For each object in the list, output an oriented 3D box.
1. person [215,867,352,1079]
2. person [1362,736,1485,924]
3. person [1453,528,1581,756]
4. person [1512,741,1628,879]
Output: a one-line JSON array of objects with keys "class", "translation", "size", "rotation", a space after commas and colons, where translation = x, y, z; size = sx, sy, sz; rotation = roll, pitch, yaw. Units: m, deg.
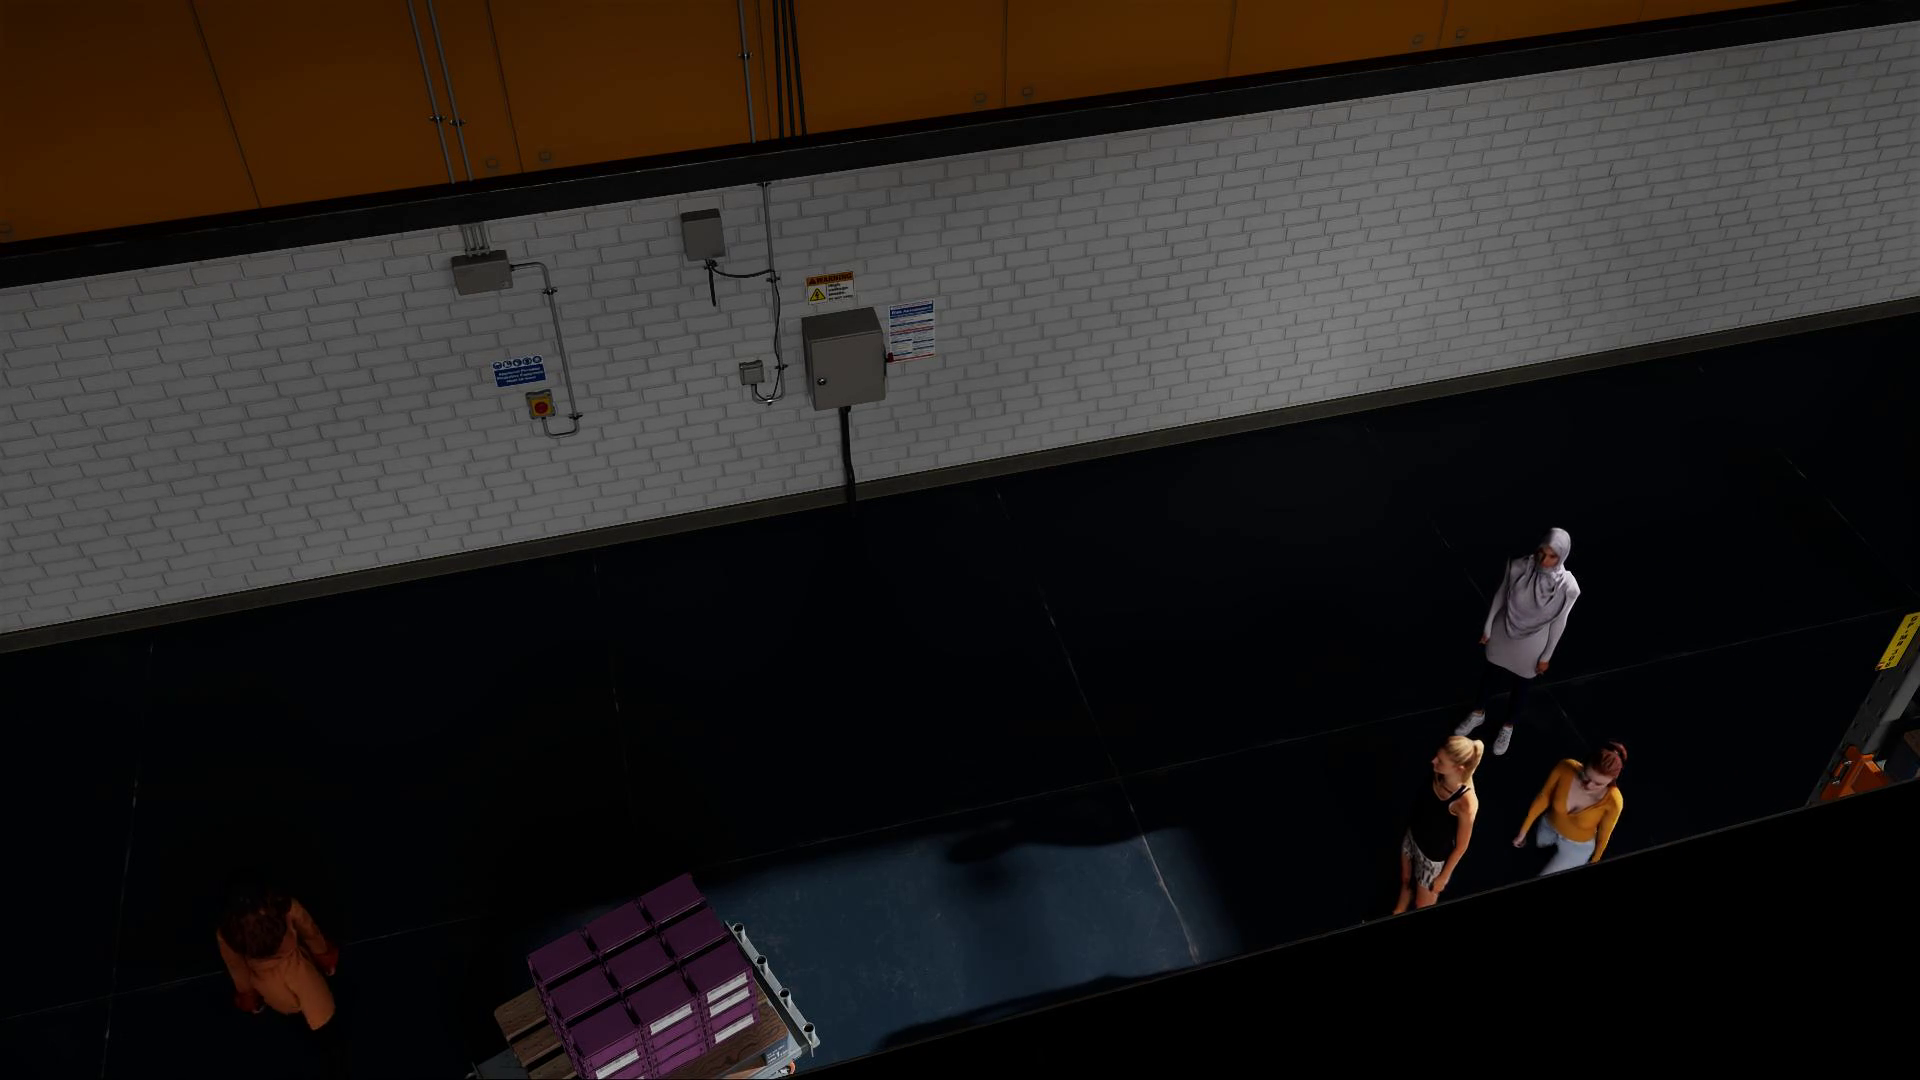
[{"class": "person", "translation": [-3.391, 2.303, 8.440], "size": [0.852, 1.695, 1.149], "rotation": [-20, 47, -19]}, {"class": "person", "translation": [2.556, 1.653, 9.015], "size": [0.669, 1.844, 0.469], "rotation": [-8, 44, -9]}, {"class": "person", "translation": [3.429, 0.600, 10.169], "size": [0.662, 1.776, 0.750], "rotation": [28, 50, 26]}, {"class": "person", "translation": [3.363, 1.607, 9.154], "size": [0.990, 1.719, 1.207], "rotation": [-25, 49, -24]}]
